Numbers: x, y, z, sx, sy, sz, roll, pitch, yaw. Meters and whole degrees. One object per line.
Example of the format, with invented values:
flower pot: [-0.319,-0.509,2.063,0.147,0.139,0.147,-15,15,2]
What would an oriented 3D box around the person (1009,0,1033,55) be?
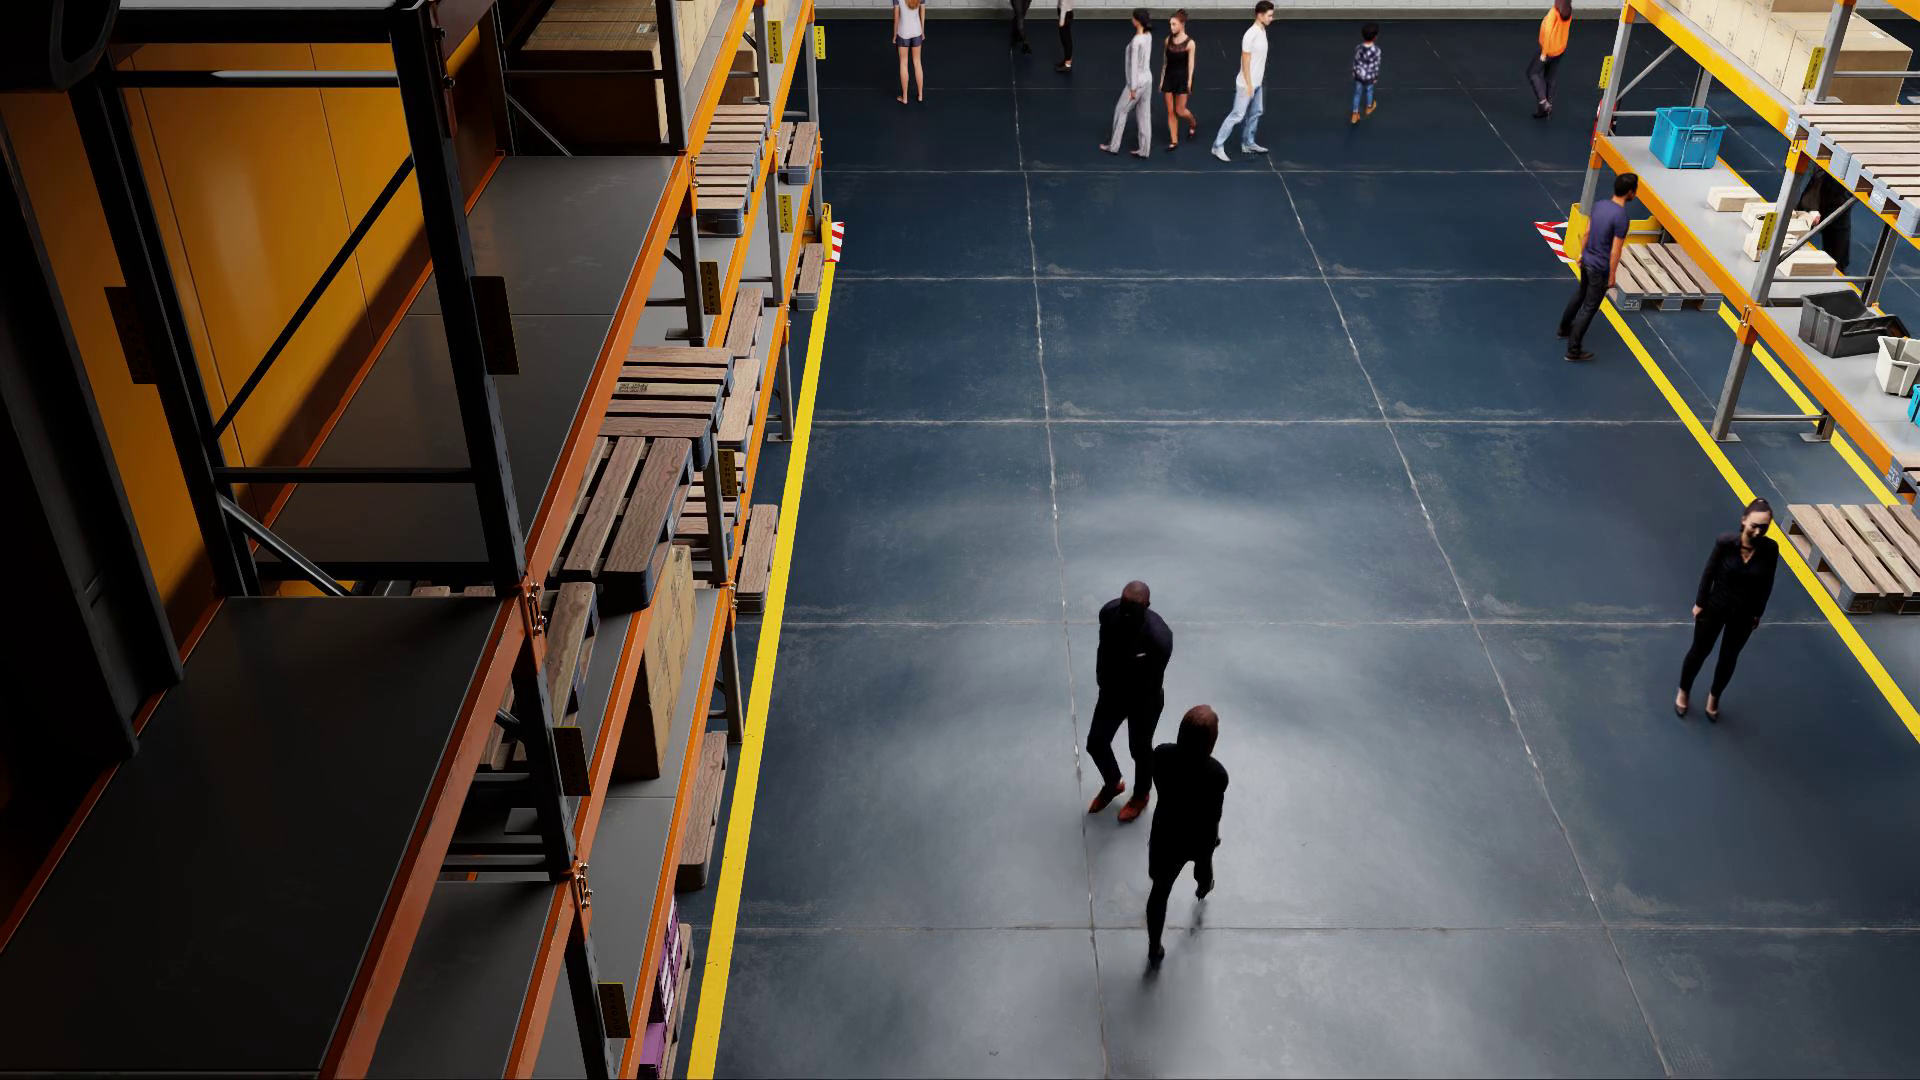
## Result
person: [0.836,-7.693,23.203,0.877,1.667,1.216,-11,35,-16]

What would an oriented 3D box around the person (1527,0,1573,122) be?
person: [7.426,-6.050,20.667,0.747,1.738,0.801,-26,42,-34]

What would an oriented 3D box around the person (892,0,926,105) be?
person: [-0.653,-6.485,21.328,0.680,1.731,0.672,-13,36,-19]

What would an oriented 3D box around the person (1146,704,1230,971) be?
person: [1.180,1.678,9.108,0.870,1.664,1.103,14,36,20]

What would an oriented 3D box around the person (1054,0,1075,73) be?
person: [1.437,-7.092,22.465,0.635,1.481,0.468,4,34,7]

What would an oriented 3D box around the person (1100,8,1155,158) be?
person: [2.179,-5.367,19.624,0.913,1.754,0.896,21,39,28]

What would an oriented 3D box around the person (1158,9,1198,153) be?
person: [2.652,-5.510,19.920,0.791,1.665,0.860,23,40,31]

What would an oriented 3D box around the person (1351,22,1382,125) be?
person: [5.043,-5.815,20.776,0.742,1.225,0.882,18,37,24]

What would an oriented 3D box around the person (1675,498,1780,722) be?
person: [5.021,0.470,10.882,0.620,1.710,0.571,8,34,12]

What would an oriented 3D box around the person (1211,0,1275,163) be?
person: [3.428,-5.423,19.624,1.078,1.849,0.961,19,38,27]

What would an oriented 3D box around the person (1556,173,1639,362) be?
person: [5.860,-2.531,15.348,0.881,1.765,0.687,-7,34,-11]

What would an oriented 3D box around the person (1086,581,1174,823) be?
person: [1.095,0.940,10.097,0.857,1.798,0.911,27,42,34]
